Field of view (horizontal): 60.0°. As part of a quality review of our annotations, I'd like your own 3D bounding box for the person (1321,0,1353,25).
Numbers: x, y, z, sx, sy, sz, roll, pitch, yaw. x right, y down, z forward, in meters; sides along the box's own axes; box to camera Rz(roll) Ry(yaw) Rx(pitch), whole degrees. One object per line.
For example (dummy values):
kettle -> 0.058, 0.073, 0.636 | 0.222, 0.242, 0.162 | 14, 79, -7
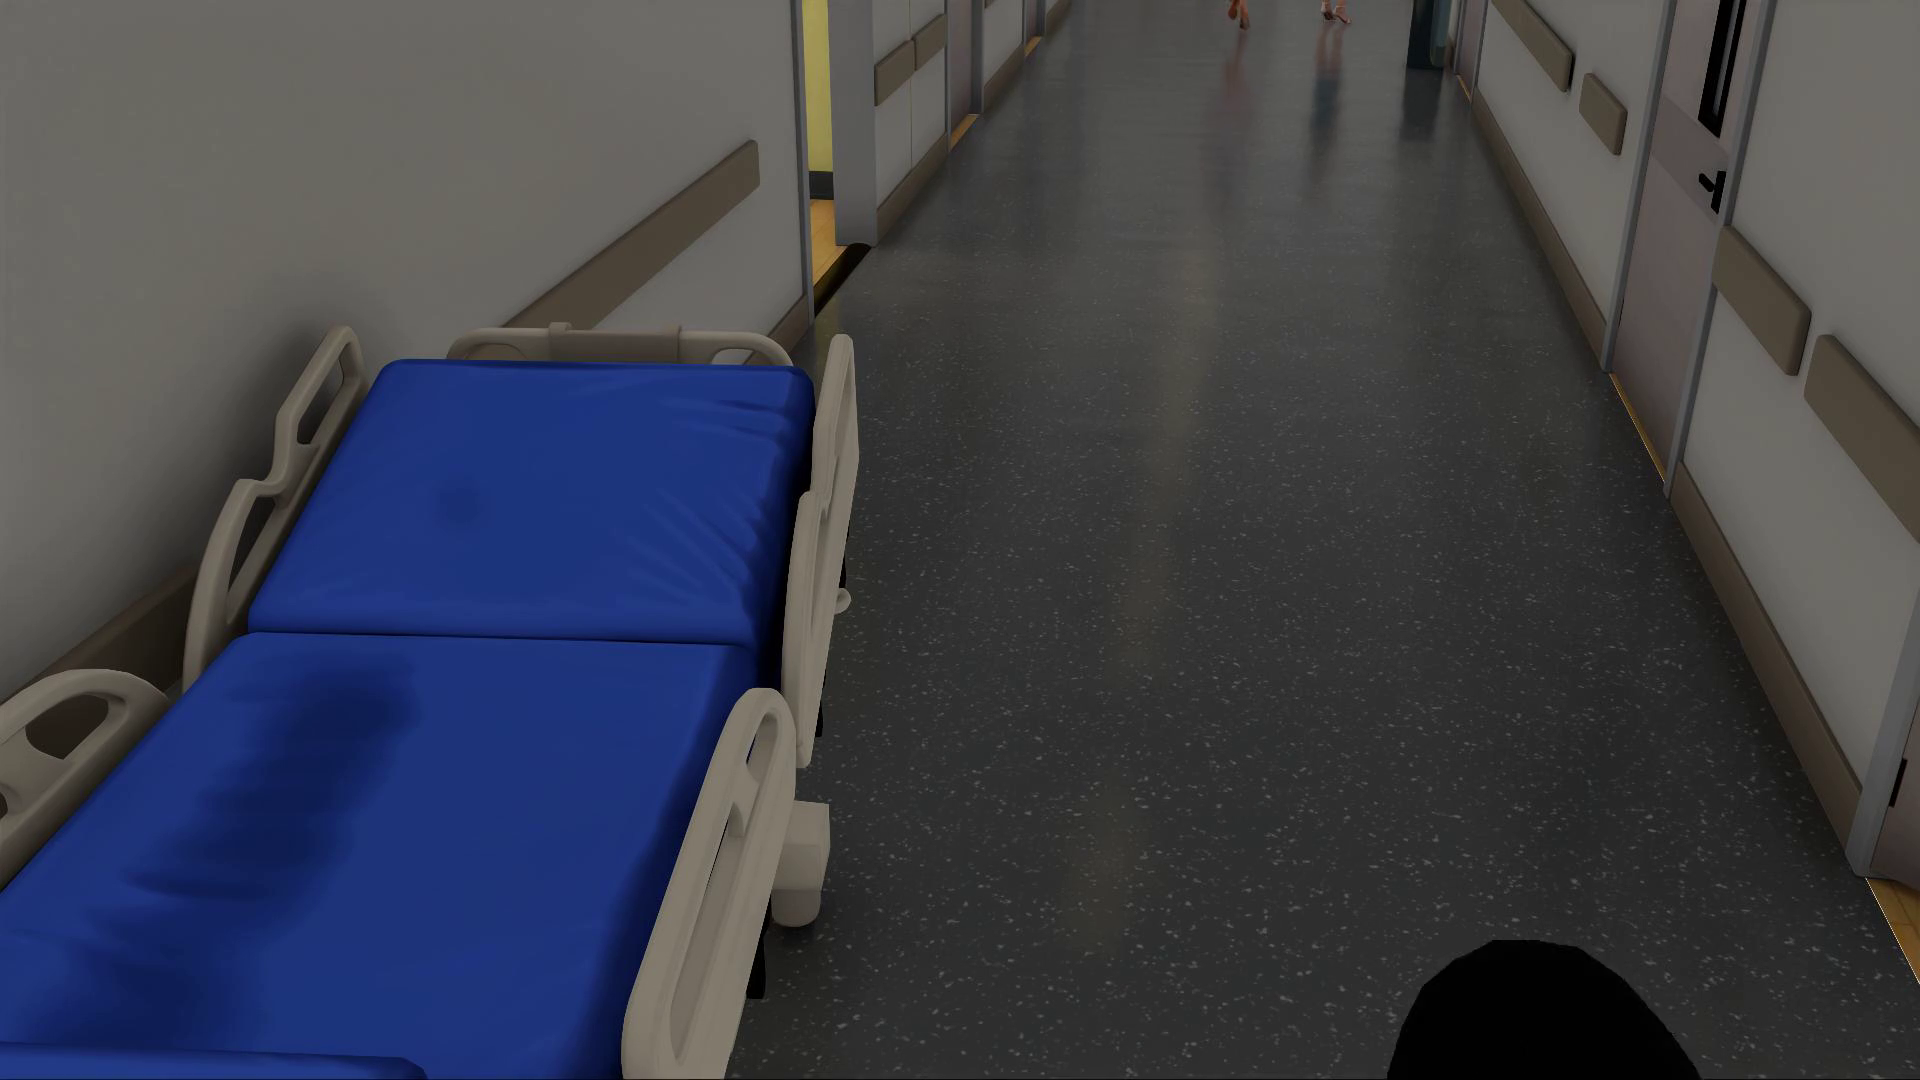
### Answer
person -> 3.535, -5.657, 15.345 | 0.653, 1.692, 0.617 | -13, 29, -25
